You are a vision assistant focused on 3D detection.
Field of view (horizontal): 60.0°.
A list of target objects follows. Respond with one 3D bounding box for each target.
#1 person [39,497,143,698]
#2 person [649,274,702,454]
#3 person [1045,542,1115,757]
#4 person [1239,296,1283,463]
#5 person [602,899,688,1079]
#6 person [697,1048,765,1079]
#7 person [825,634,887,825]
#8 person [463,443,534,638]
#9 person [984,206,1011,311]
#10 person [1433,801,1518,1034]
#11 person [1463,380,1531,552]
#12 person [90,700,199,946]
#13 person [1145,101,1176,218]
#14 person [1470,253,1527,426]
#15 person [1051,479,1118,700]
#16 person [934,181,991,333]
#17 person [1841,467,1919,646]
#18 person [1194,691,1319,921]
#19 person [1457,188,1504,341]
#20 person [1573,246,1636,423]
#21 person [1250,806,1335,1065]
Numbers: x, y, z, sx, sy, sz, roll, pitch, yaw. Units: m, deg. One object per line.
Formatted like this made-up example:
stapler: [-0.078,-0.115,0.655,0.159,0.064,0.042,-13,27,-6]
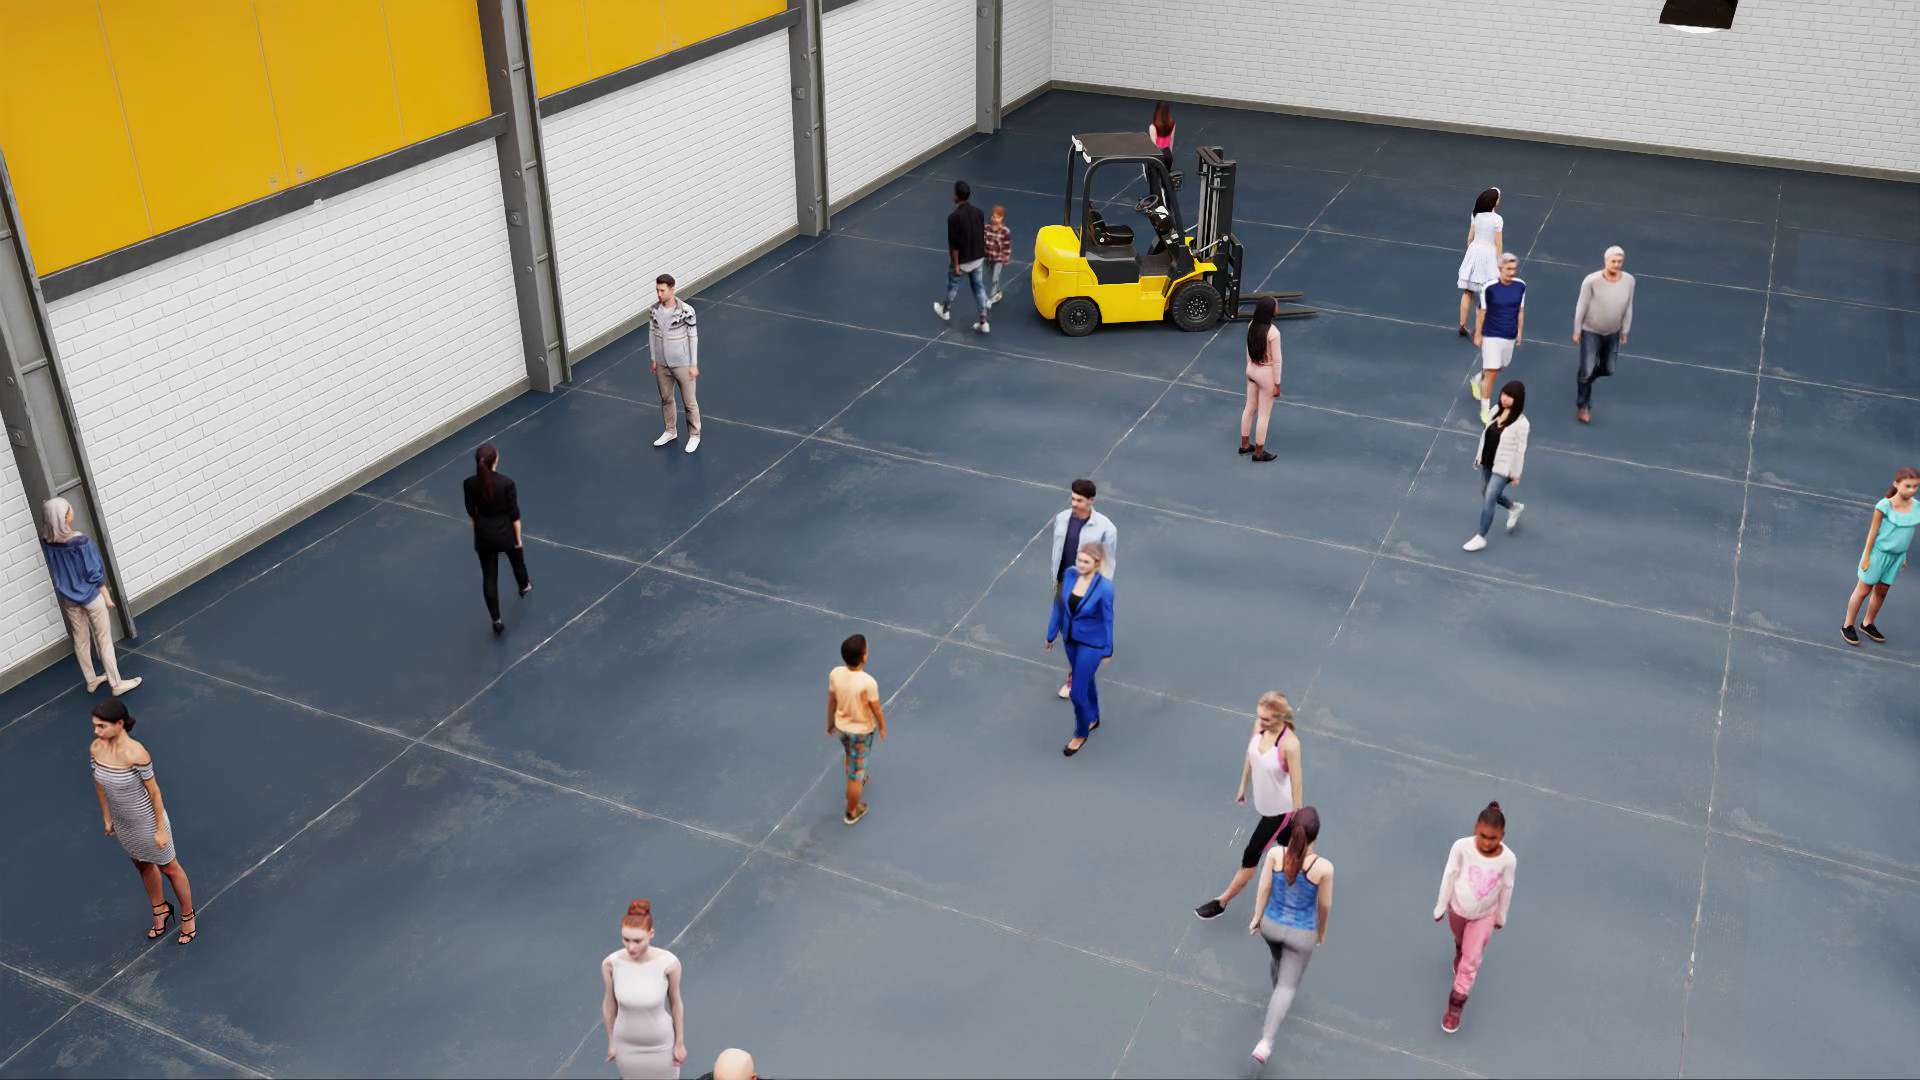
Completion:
person: [-6.784,0.438,12.854,0.647,1.697,0.615,7,29,13]
person: [-2.883,-1.819,16.821,0.695,1.860,0.554,10,30,18]
person: [0.986,0.736,12.321,0.858,1.683,0.772,-22,36,-35]
person: [3.006,-1.612,16.586,0.726,1.722,0.701,-15,32,-26]
person: [-1.640,2.621,8.753,0.638,1.790,0.618,0,29,1]
person: [-1.022,3.026,8.023,0.767,1.781,0.758,8,30,15]
person: [-0.762,1.332,11.471,0.561,1.451,0.726,14,32,24]
person: [-3.835,0.037,13.669,0.909,1.620,1.139,-1,29,-1]
person: [0.450,-3.507,20.530,0.526,1.271,0.878,13,31,23]
person: [3.086,2.159,9.997,0.589,1.411,1.007,14,32,24]
person: [4.917,-0.698,15.016,1.058,1.620,0.965,-13,31,-23]
person: [-5.069,1.753,10.313,0.629,1.822,0.566,8,30,15]
person: [2.836,-5.407,23.608,0.623,1.660,0.726,-17,33,-29]
person: [5.645,-2.180,17.539,1.028,1.806,1.170,-5,29,-10]
person: [0.969,0.322,12.968,0.766,1.793,1.052,16,33,27]
person: [0.145,-3.295,19.619,1.191,1.772,1.128,-17,33,-28]
person: [7.557,0.114,13.593,0.644,1.558,0.681,-3,29,-5]
person: [2.083,1.670,10.563,1.156,1.728,1.111,-11,30,-19]
person: [6.093,-3.221,19.437,0.849,1.817,0.811,-24,37,-37]
person: [6.718,-2.213,17.505,0.965,1.896,1.090,0,29,0]
person: [1.867,2.293,9.584,0.627,1.571,1.080,15,32,25]
